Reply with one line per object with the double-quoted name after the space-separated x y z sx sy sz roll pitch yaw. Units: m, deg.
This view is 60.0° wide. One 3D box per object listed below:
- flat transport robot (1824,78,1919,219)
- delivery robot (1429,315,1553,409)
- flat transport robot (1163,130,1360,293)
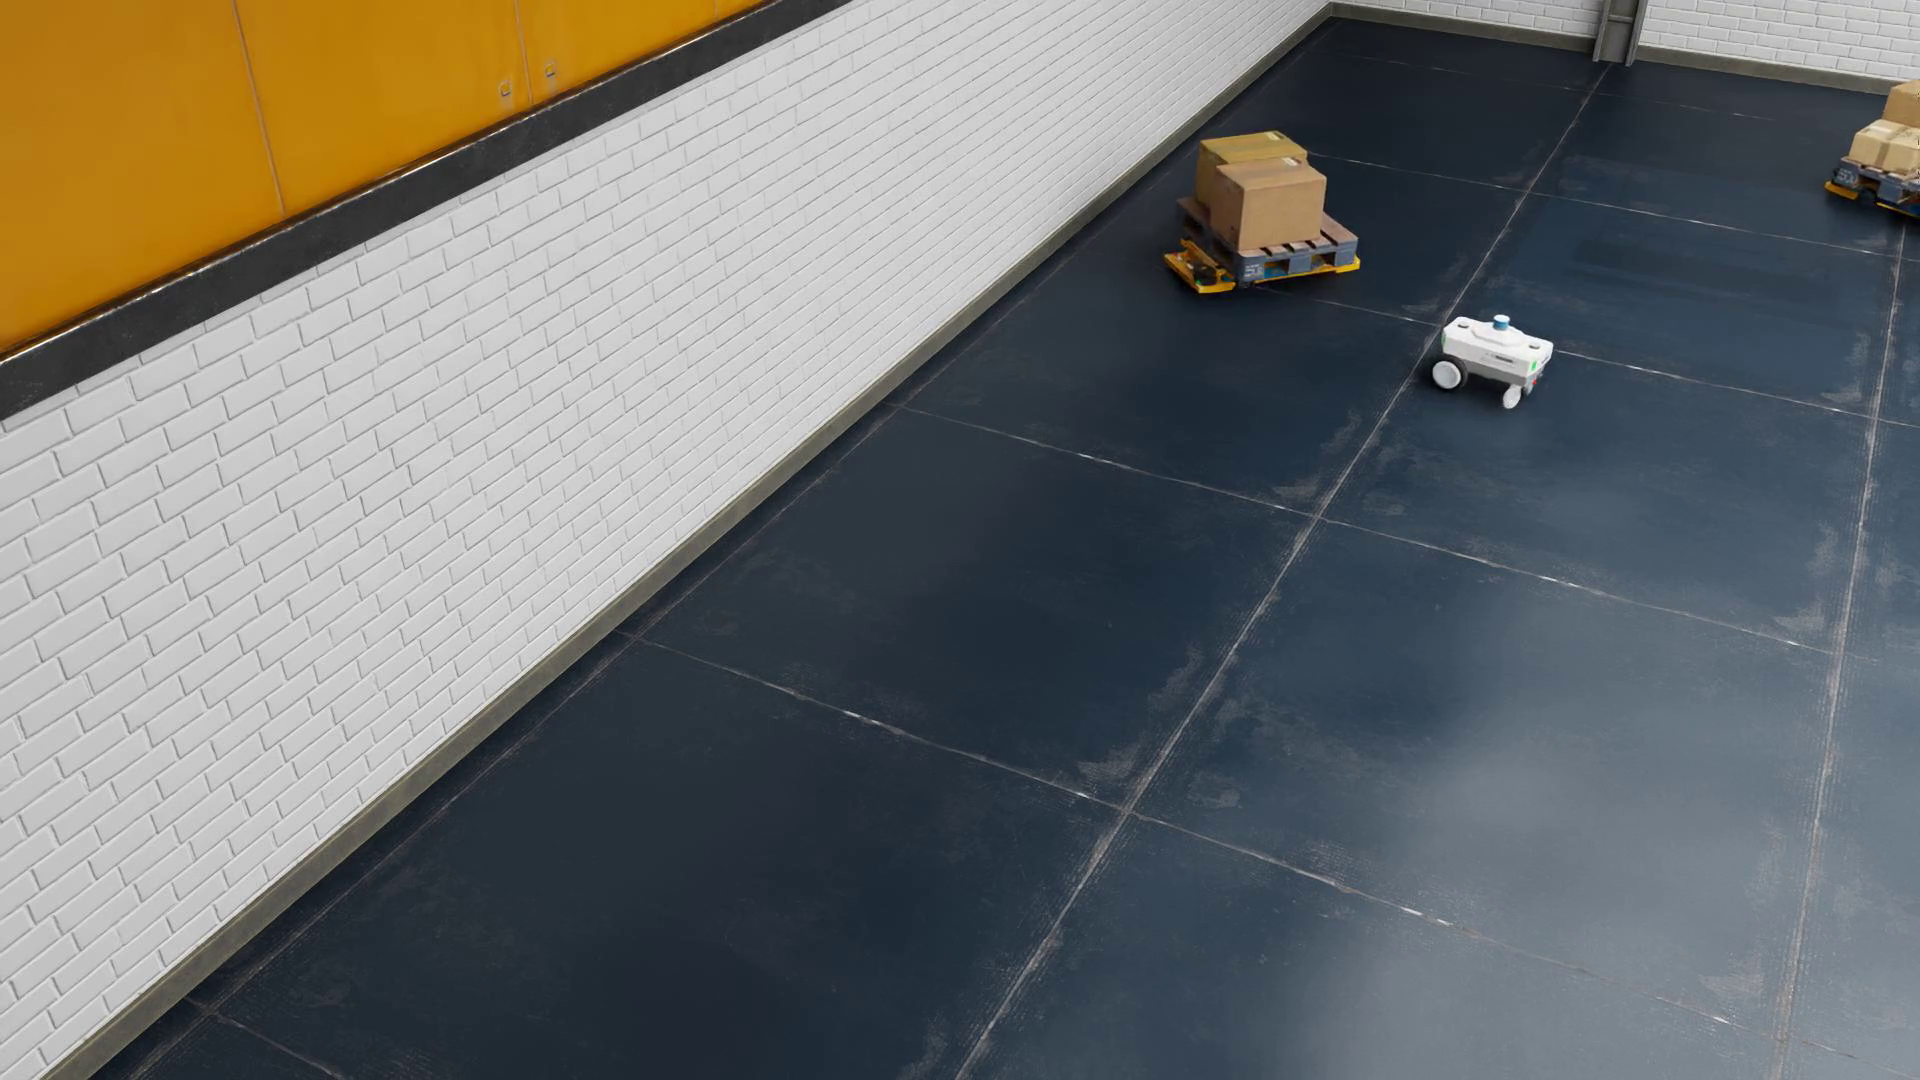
8.330 -2.951 14.367 0.659 0.231 1.431 -21 39 -28 "flat transport robot"
3.712 -1.291 11.641 0.765 0.594 0.513 23 40 30 "delivery robot"
2.427 -2.280 13.370 1.431 0.231 0.659 -11 35 -16 "flat transport robot"
